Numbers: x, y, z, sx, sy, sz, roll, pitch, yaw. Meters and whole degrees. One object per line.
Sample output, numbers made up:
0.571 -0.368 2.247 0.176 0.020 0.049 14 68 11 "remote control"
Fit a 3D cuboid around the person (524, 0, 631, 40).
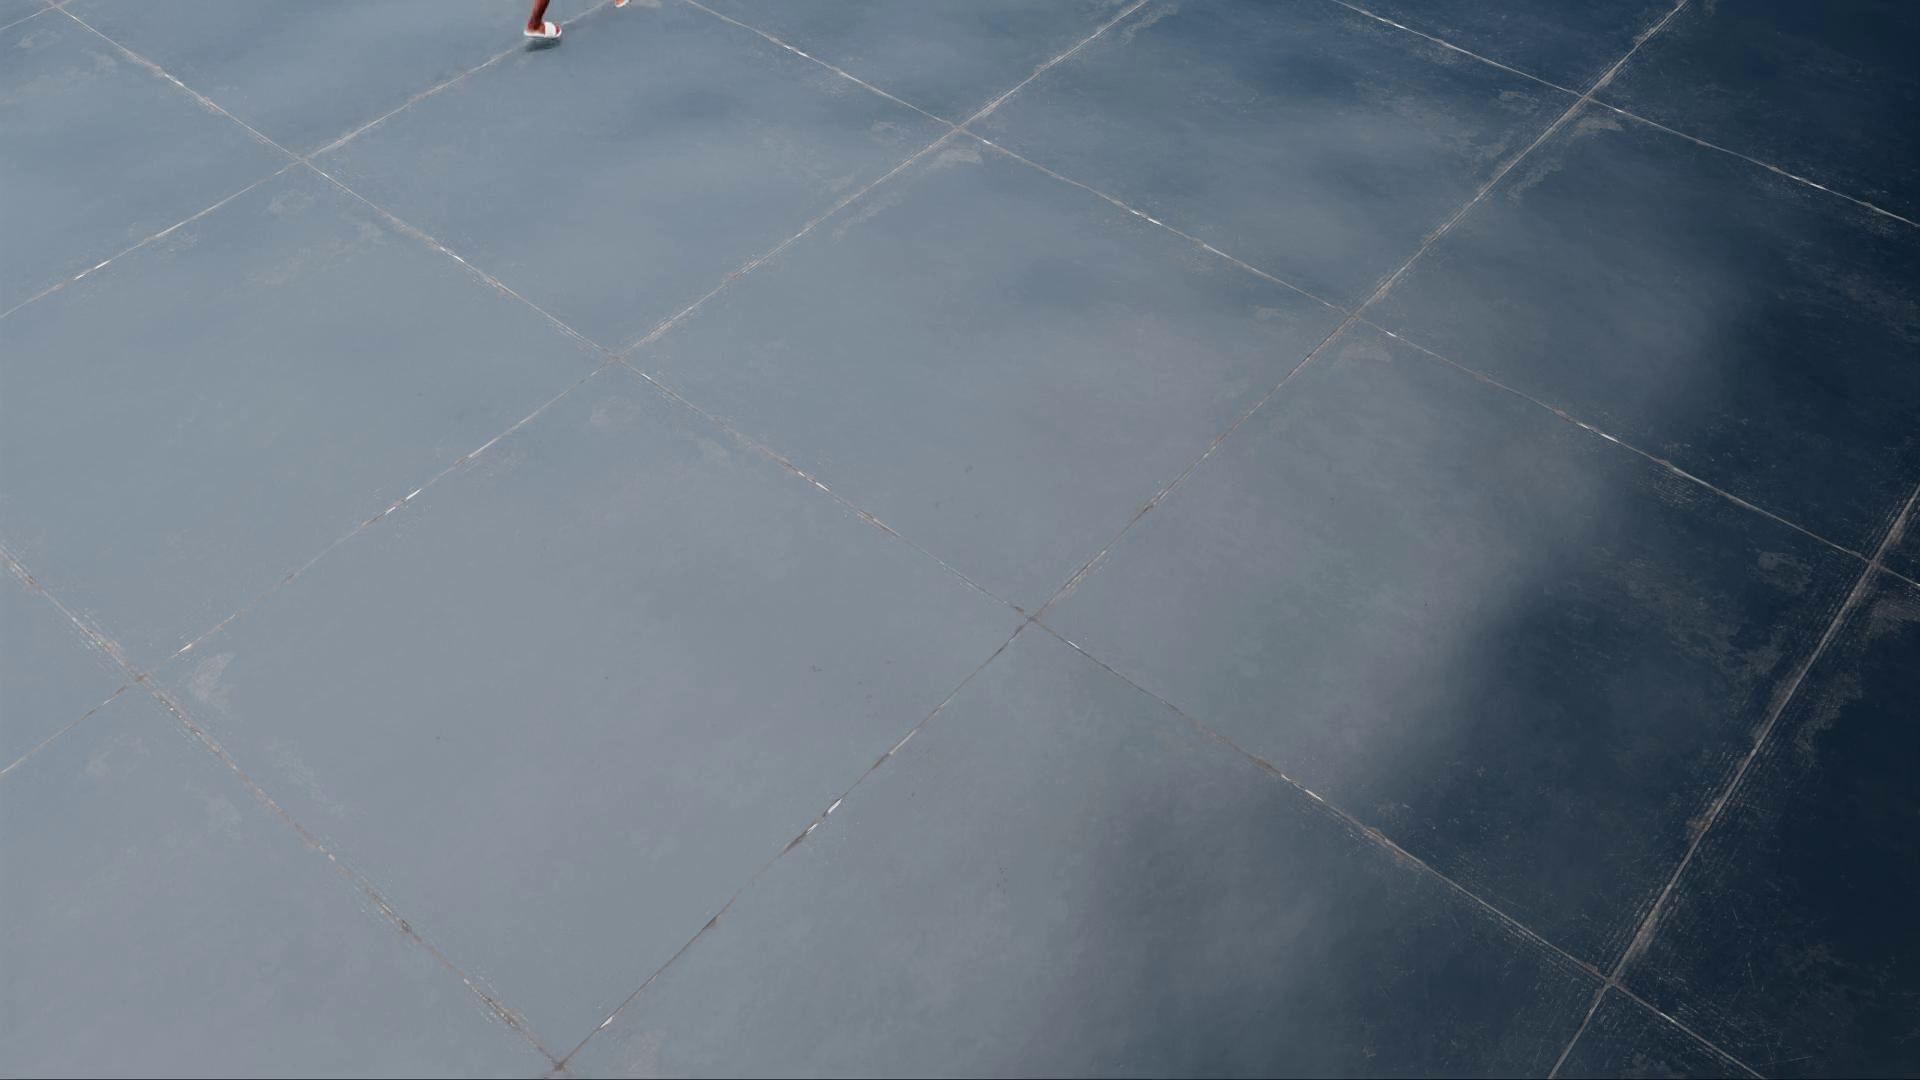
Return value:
-2.727 -4.161 11.157 1.272 1.669 0.783 -31 55 -26 "person"
